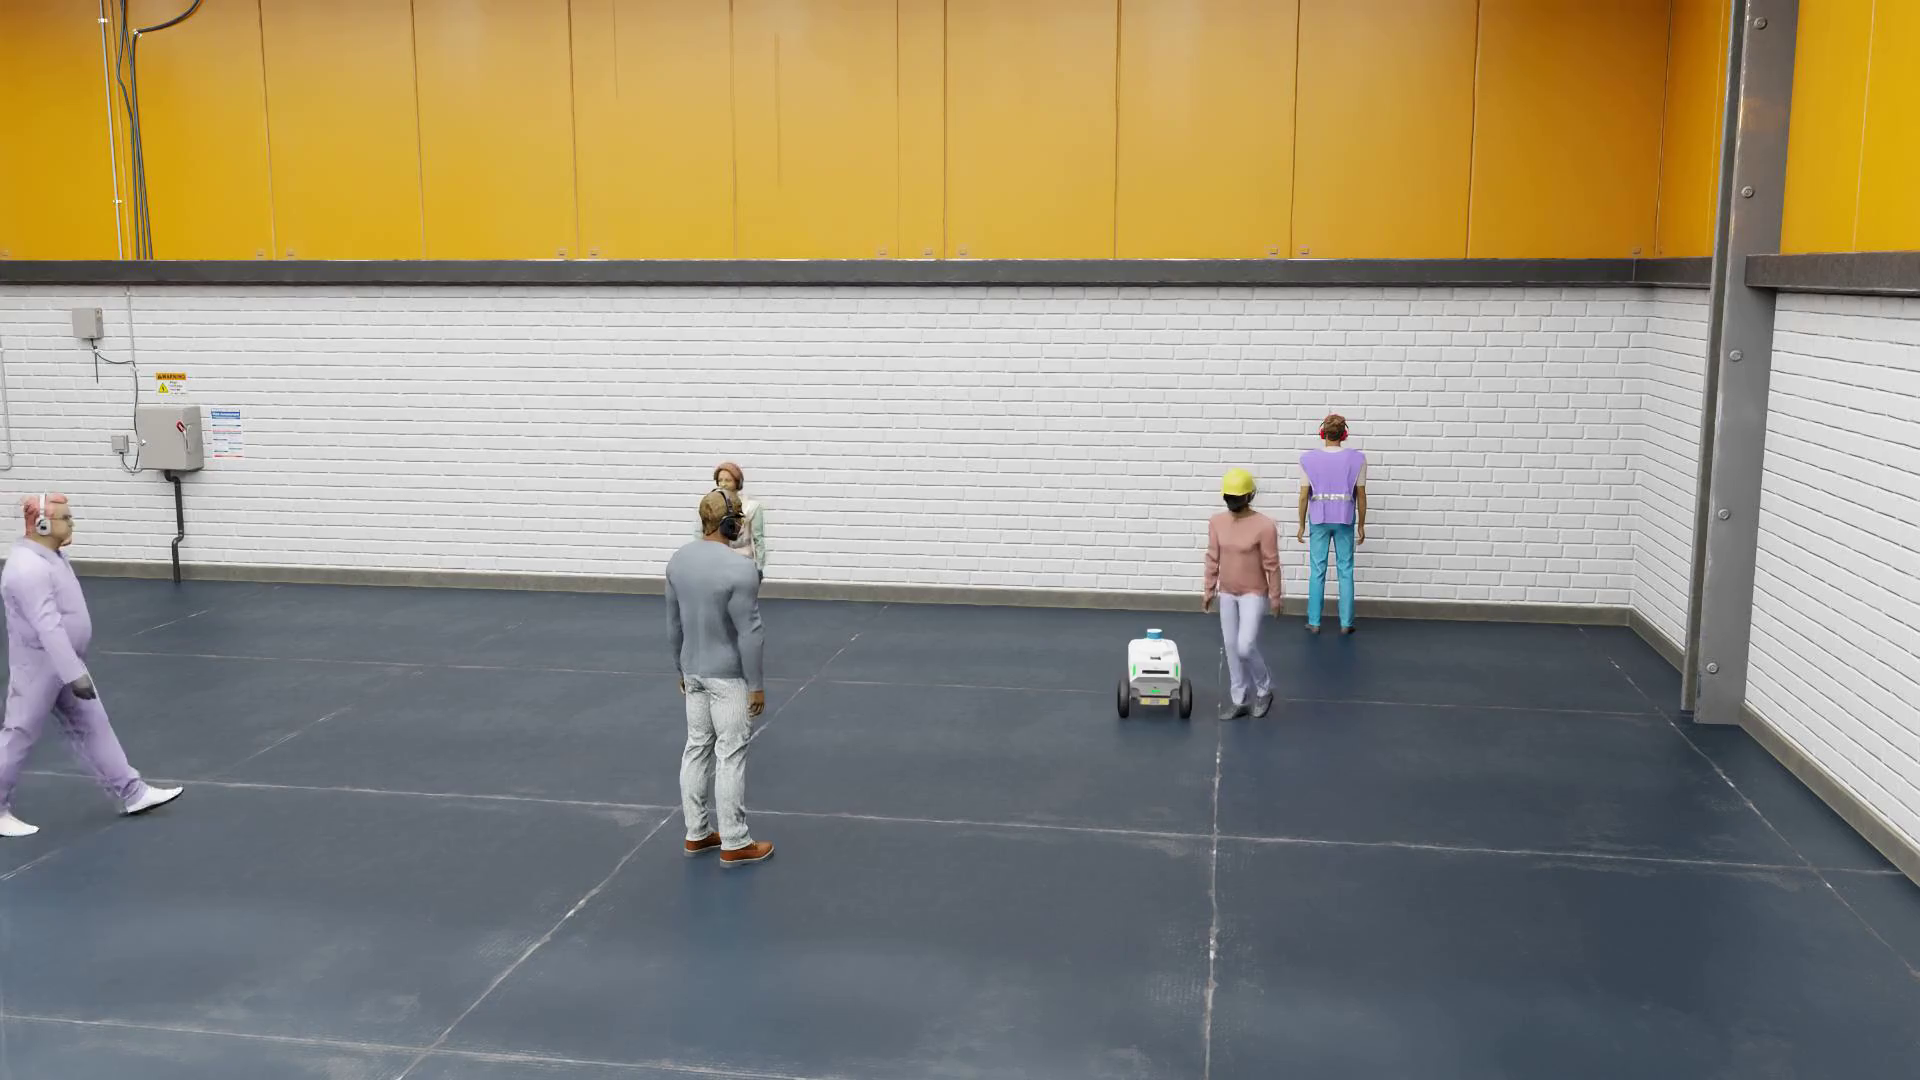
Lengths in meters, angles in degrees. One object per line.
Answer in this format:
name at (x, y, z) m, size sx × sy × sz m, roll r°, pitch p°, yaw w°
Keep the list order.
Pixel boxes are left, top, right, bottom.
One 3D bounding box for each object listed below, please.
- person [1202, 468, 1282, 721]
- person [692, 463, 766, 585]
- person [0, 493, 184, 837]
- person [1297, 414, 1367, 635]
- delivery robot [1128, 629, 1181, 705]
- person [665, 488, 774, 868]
person at (1.872, 0.374, 11.122) m, size 0.407 × 1.746 × 0.528 m, roll -9°, pitch 13°, yaw -44°
person at (-1.738, 0.241, 12.346) m, size 0.529 × 1.611 × 0.759 m, roll 2°, pitch 9°, yaw 11°
person at (-4.847, 0.671, 8.955) m, size 1.020 × 1.847 × 0.654 m, roll -2°, pitch 10°, yaw -15°
person at (3.093, -0.123, 13.850) m, size 0.563 × 1.847 × 0.388 m, roll 2°, pitch 9°, yaw 9°
delivery robot at (1.338, 0.858, 11.487) m, size 0.477 × 0.478 × 0.707 m, roll 1°, pitch 9°, yaw 4°
person at (-1.234, 0.697, 8.510) m, size 0.635 × 1.937 × 0.353 m, roll 8°, pitch 12°, yaw 39°
